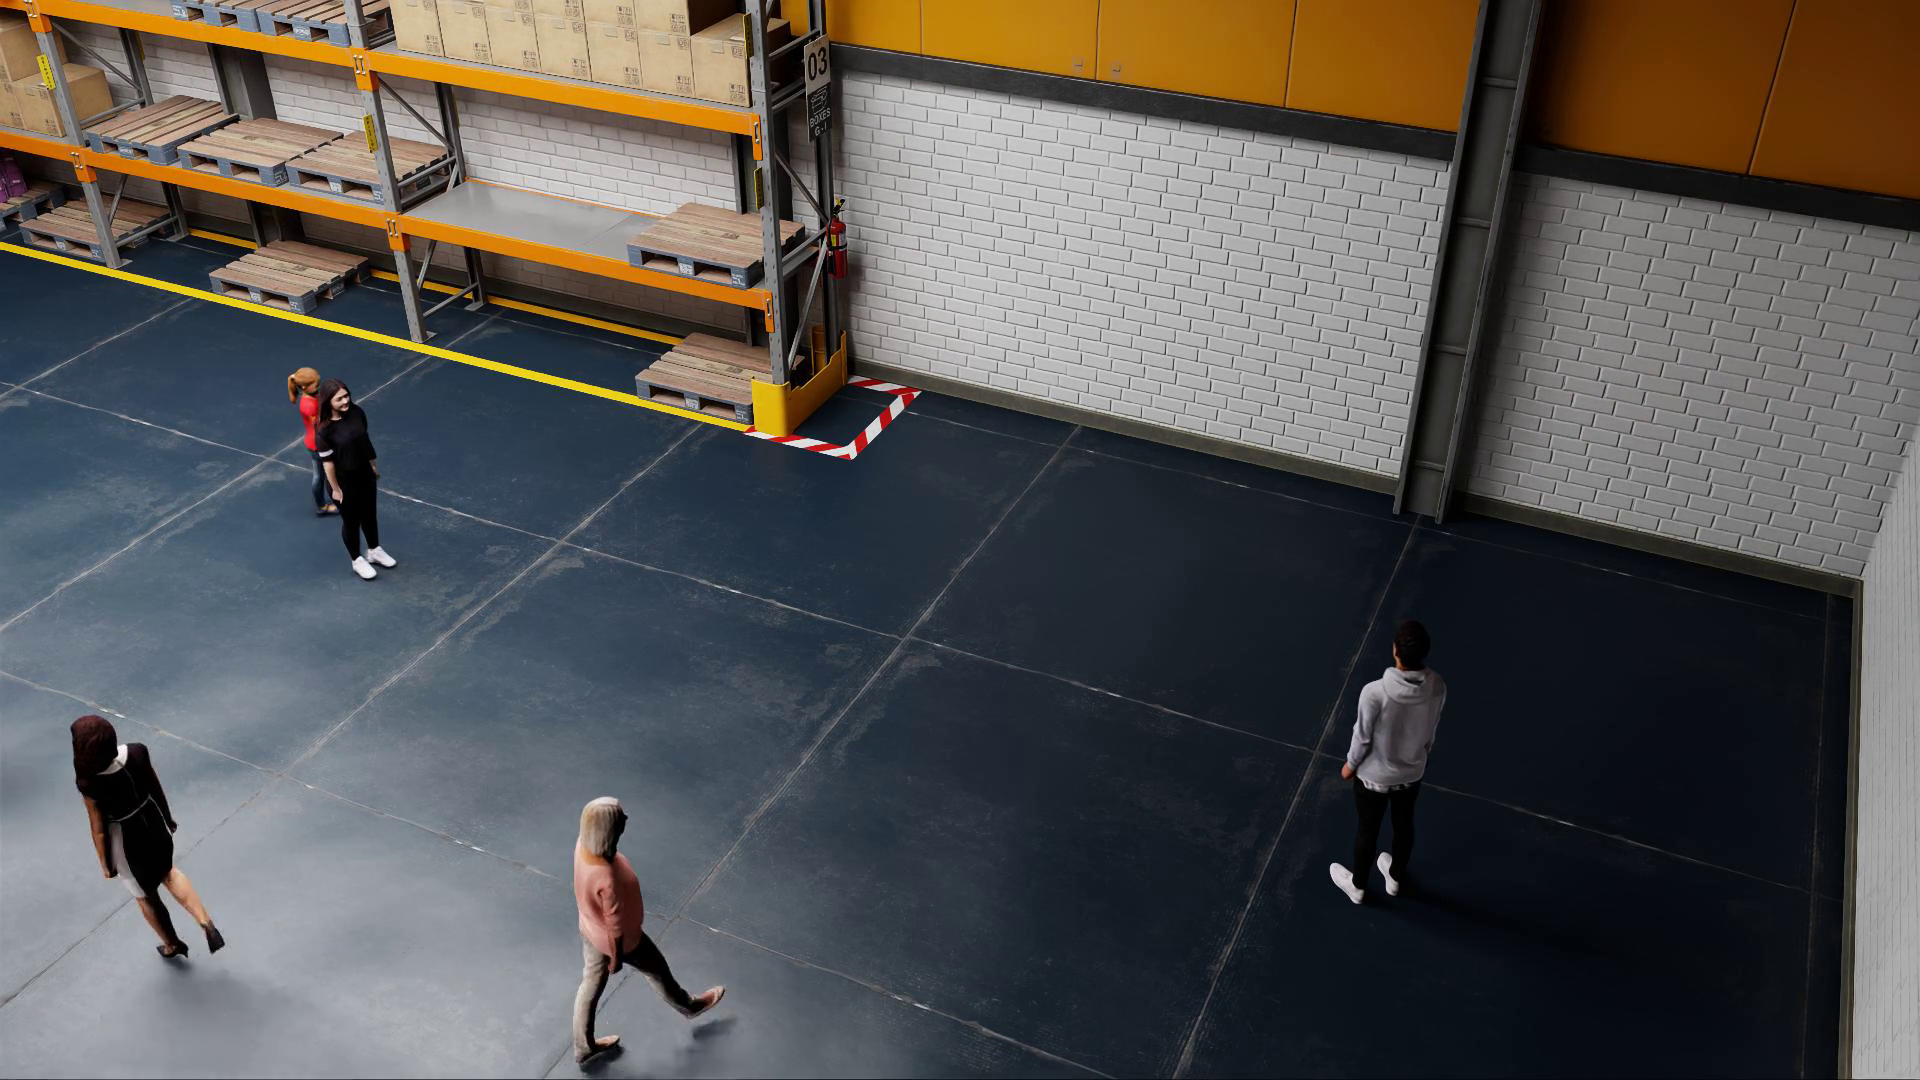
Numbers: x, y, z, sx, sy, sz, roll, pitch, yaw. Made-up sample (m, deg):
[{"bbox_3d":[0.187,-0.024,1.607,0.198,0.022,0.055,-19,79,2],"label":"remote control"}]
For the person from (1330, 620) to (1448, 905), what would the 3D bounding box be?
[{"bbox_3d":[2.435,1.266,9.356,0.757,1.930,0.836,-8,35,-12],"label":"person"}]

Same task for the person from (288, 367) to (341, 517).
[{"bbox_3d":[-5.066,-0.745,12.960,0.691,1.289,0.618,-7,34,-10],"label":"person"}]

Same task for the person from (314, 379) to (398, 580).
[{"bbox_3d":[-4.477,-0.471,12.235,0.594,1.637,0.608,17,37,24],"label":"person"}]

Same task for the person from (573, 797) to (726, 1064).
[{"bbox_3d":[-1.851,2.018,8.446,0.974,1.684,1.086,-24,40,-31],"label":"person"}]

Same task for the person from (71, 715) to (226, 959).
[{"bbox_3d":[-4.326,1.651,8.905,0.756,1.788,0.612,13,36,19],"label":"person"}]
